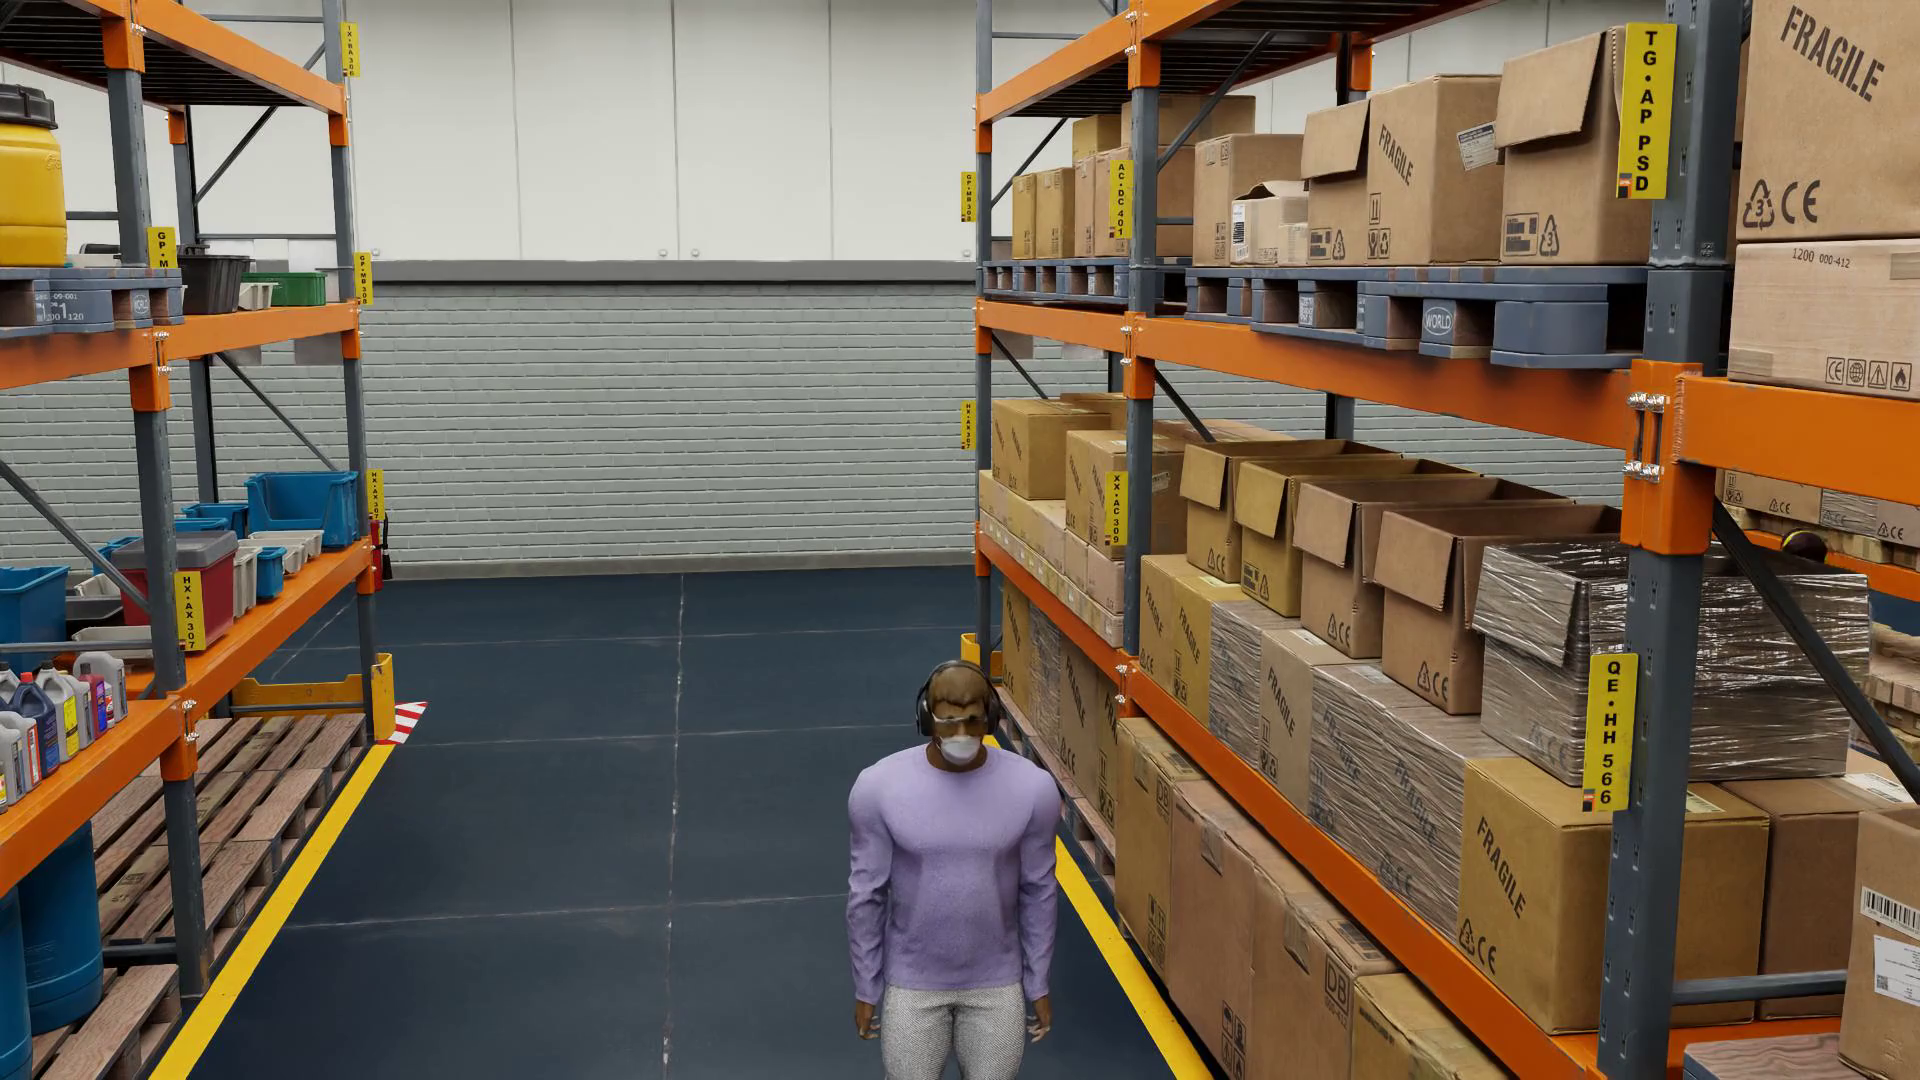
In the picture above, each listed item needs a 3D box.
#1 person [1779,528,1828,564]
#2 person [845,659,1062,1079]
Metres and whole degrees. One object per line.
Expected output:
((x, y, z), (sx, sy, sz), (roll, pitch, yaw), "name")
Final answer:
((3.996, 0.856, 7.914), (0.517, 1.822, 0.971), (1, 9, 5), "person")
((-0.016, 1.290, 4.857), (0.631, 1.939, 0.372), (-1, 9, -7), "person")
